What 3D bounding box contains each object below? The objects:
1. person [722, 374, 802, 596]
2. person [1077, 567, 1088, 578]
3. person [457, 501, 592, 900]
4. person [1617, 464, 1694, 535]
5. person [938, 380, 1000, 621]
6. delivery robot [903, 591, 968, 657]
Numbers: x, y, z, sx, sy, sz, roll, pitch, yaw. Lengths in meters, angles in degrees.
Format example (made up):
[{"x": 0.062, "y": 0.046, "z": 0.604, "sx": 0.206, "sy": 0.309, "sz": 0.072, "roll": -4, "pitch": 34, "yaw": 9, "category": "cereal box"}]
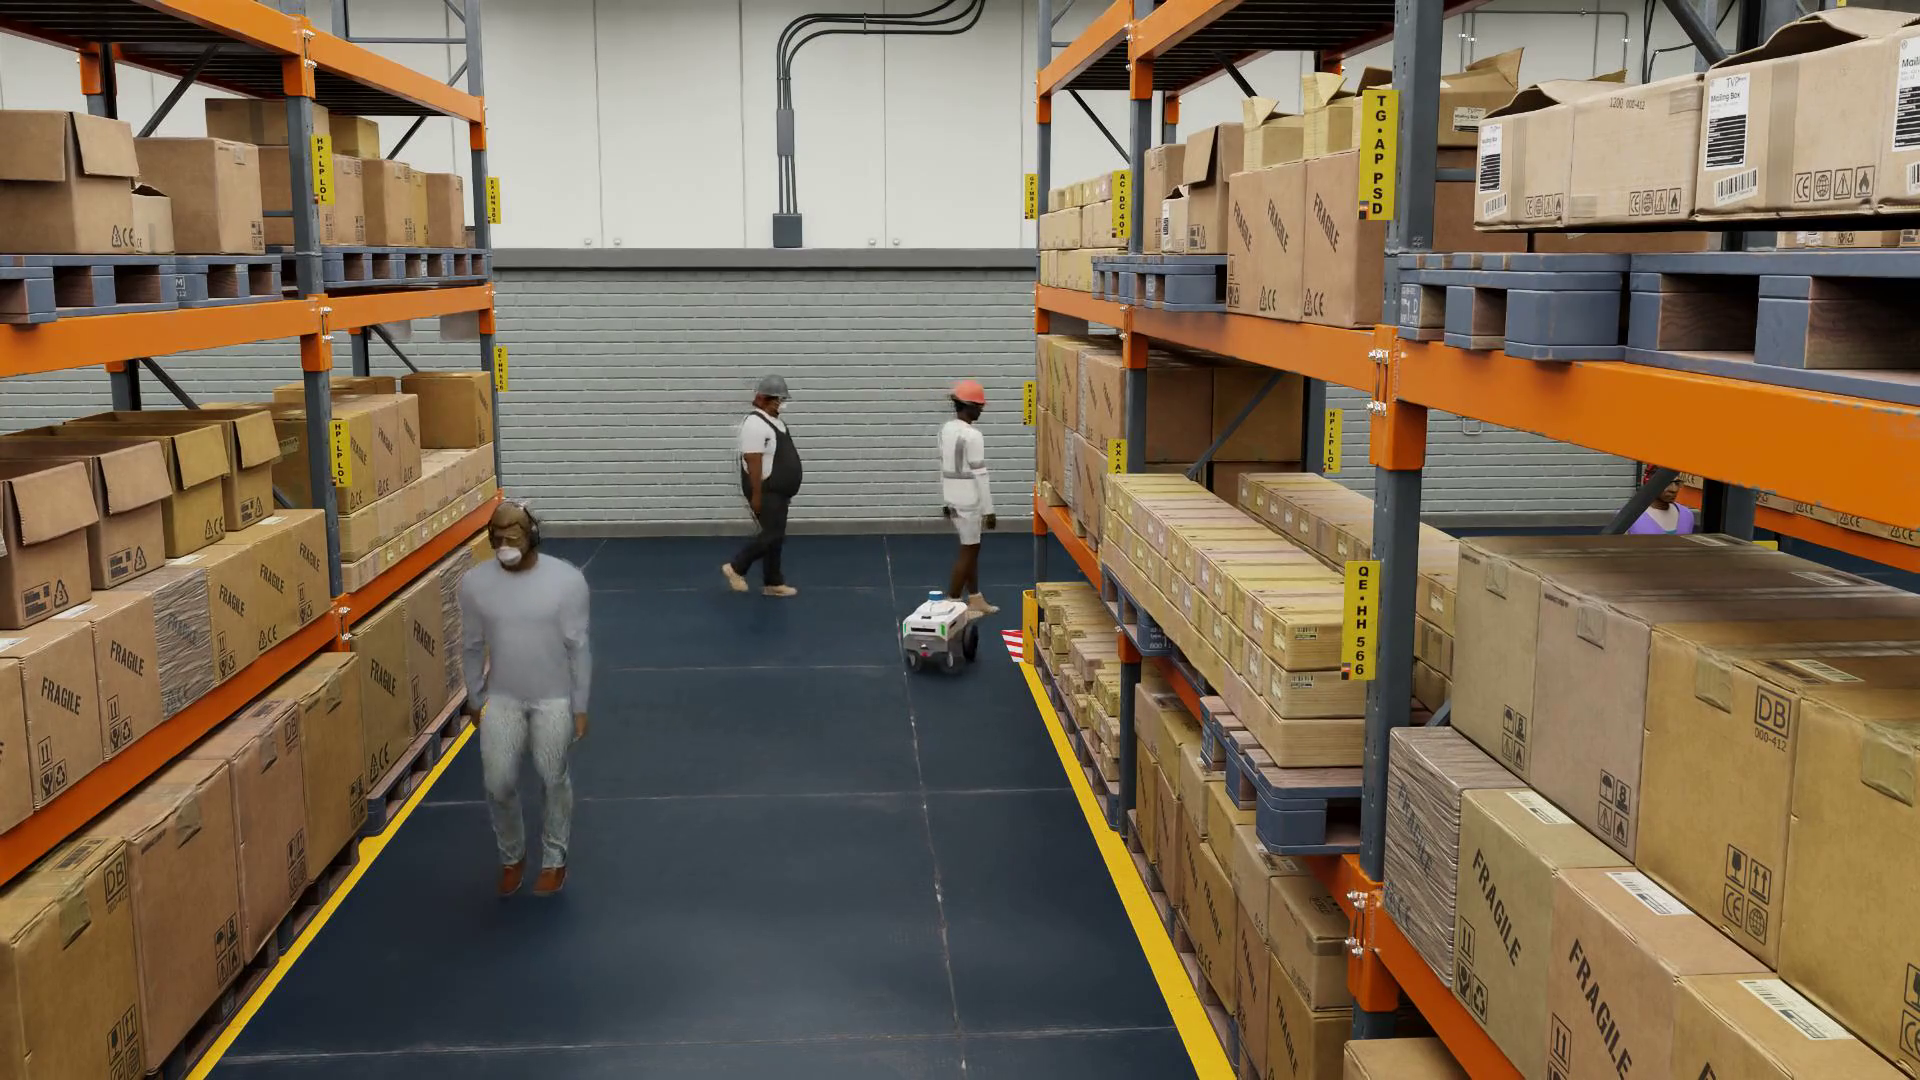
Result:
[{"x": -1.715, "y": -0.489, "z": 14.824, "sx": 0.628, "sy": 2.000, "sz": 0.689, "roll": 1, "pitch": 10, "yaw": 9, "category": "person"}, {"x": 1.298, "y": -0.603, "z": 15.793, "sx": 0.360, "sy": 1.938, "sz": 0.635, "roll": -2, "pitch": 10, "yaw": -11, "category": "person"}, {"x": -2.034, "y": 0.761, "z": 7.816, "sx": 0.646, "sy": 1.917, "sz": 0.516, "roll": 0, "pitch": 10, "yaw": -2, "category": "person"}, {"x": 4.178, "y": 0.408, "z": 10.116, "sx": 0.568, "sy": 1.843, "sz": 0.374, "roll": -4, "pitch": 10, "yaw": -23, "category": "person"}, {"x": 0.105, "y": -0.321, "z": 13.891, "sx": 0.551, "sy": 2.025, "sz": 0.656, "roll": -5, "pitch": 11, "yaw": -25, "category": "person"}, {"x": -0.179, "y": 0.624, "z": 12.364, "sx": 0.477, "sy": 0.478, "sz": 0.707, "roll": 2, "pitch": 10, "yaw": 14, "category": "delivery robot"}]
